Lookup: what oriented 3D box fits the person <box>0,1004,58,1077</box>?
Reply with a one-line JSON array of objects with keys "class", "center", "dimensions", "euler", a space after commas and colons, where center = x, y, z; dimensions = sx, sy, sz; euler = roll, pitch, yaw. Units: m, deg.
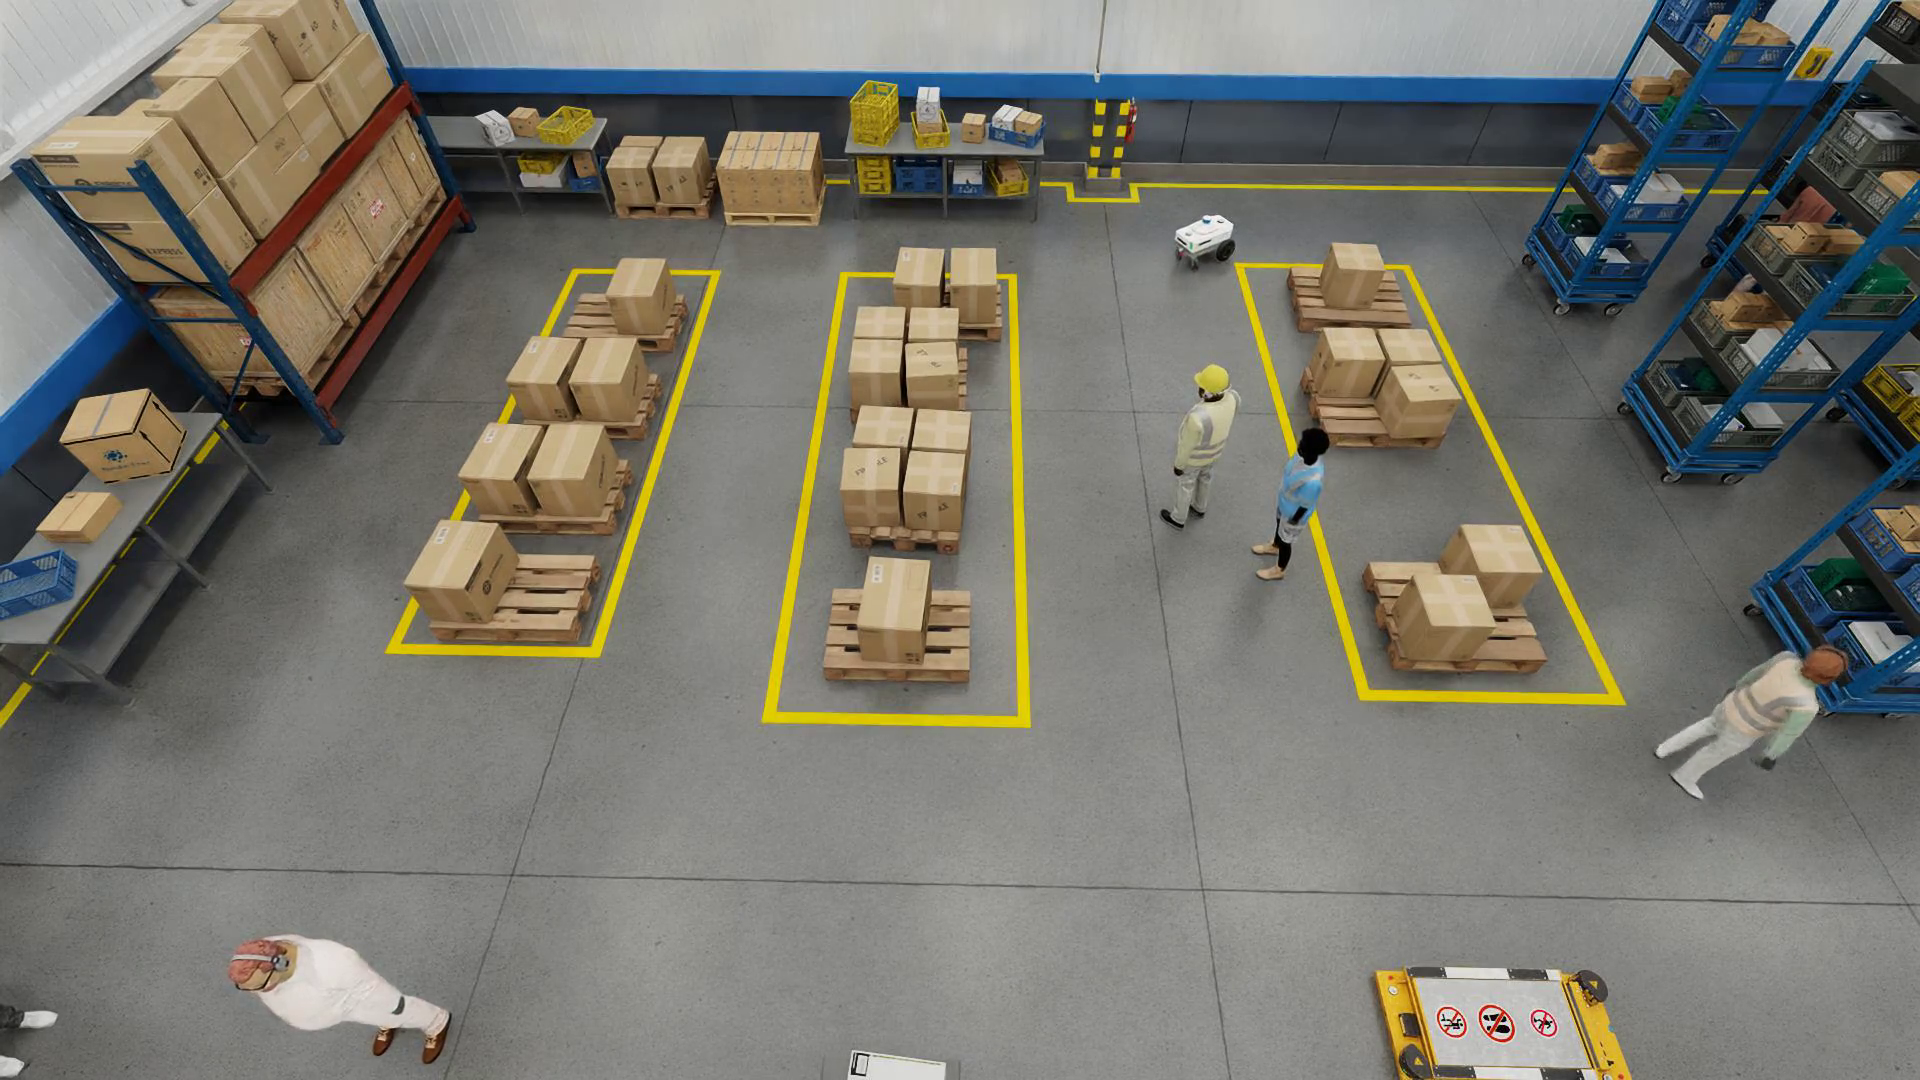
[{"class": "person", "center": [-6.160, 2.707, 5.217], "dimensions": [0.415, 1.906, 0.598], "euler": [2, 51, 1]}]

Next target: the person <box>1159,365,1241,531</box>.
[{"class": "person", "center": [2.116, -0.814, 8.140], "dimensions": [0.590, 1.827, 0.403], "euler": [-31, 57, -23]}]

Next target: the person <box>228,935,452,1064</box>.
[{"class": "person", "center": [-3.551, 2.646, 5.273], "dimensions": [0.650, 1.900, 0.400], "euler": [6, 51, 5]}]

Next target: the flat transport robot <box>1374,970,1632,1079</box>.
[{"class": "flat transport robot", "center": [3.501, 3.133, 5.914], "dimensions": [1.431, 0.197, 0.652], "euler": [1, 51, 1]}]

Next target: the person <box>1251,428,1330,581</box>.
[{"class": "person", "center": [2.839, -0.303, 7.807], "dimensions": [0.320, 1.692, 0.540], "euler": [5, 51, 4]}]

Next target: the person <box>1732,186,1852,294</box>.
[{"class": "person", "center": [9.069, -3.153, 9.946], "dimensions": [0.406, 1.981, 0.624], "euler": [-18, 53, -14]}]

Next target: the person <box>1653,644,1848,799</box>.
[{"class": "person", "center": [5.612, 1.301, 6.542], "dimensions": [0.381, 1.628, 0.649], "euler": [11, 52, 9]}]

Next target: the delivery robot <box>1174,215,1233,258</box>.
[{"class": "delivery robot", "center": [2.996, -3.756, 11.290], "dimensions": [0.707, 0.478, 0.477], "euler": [-25, 55, -19]}]
